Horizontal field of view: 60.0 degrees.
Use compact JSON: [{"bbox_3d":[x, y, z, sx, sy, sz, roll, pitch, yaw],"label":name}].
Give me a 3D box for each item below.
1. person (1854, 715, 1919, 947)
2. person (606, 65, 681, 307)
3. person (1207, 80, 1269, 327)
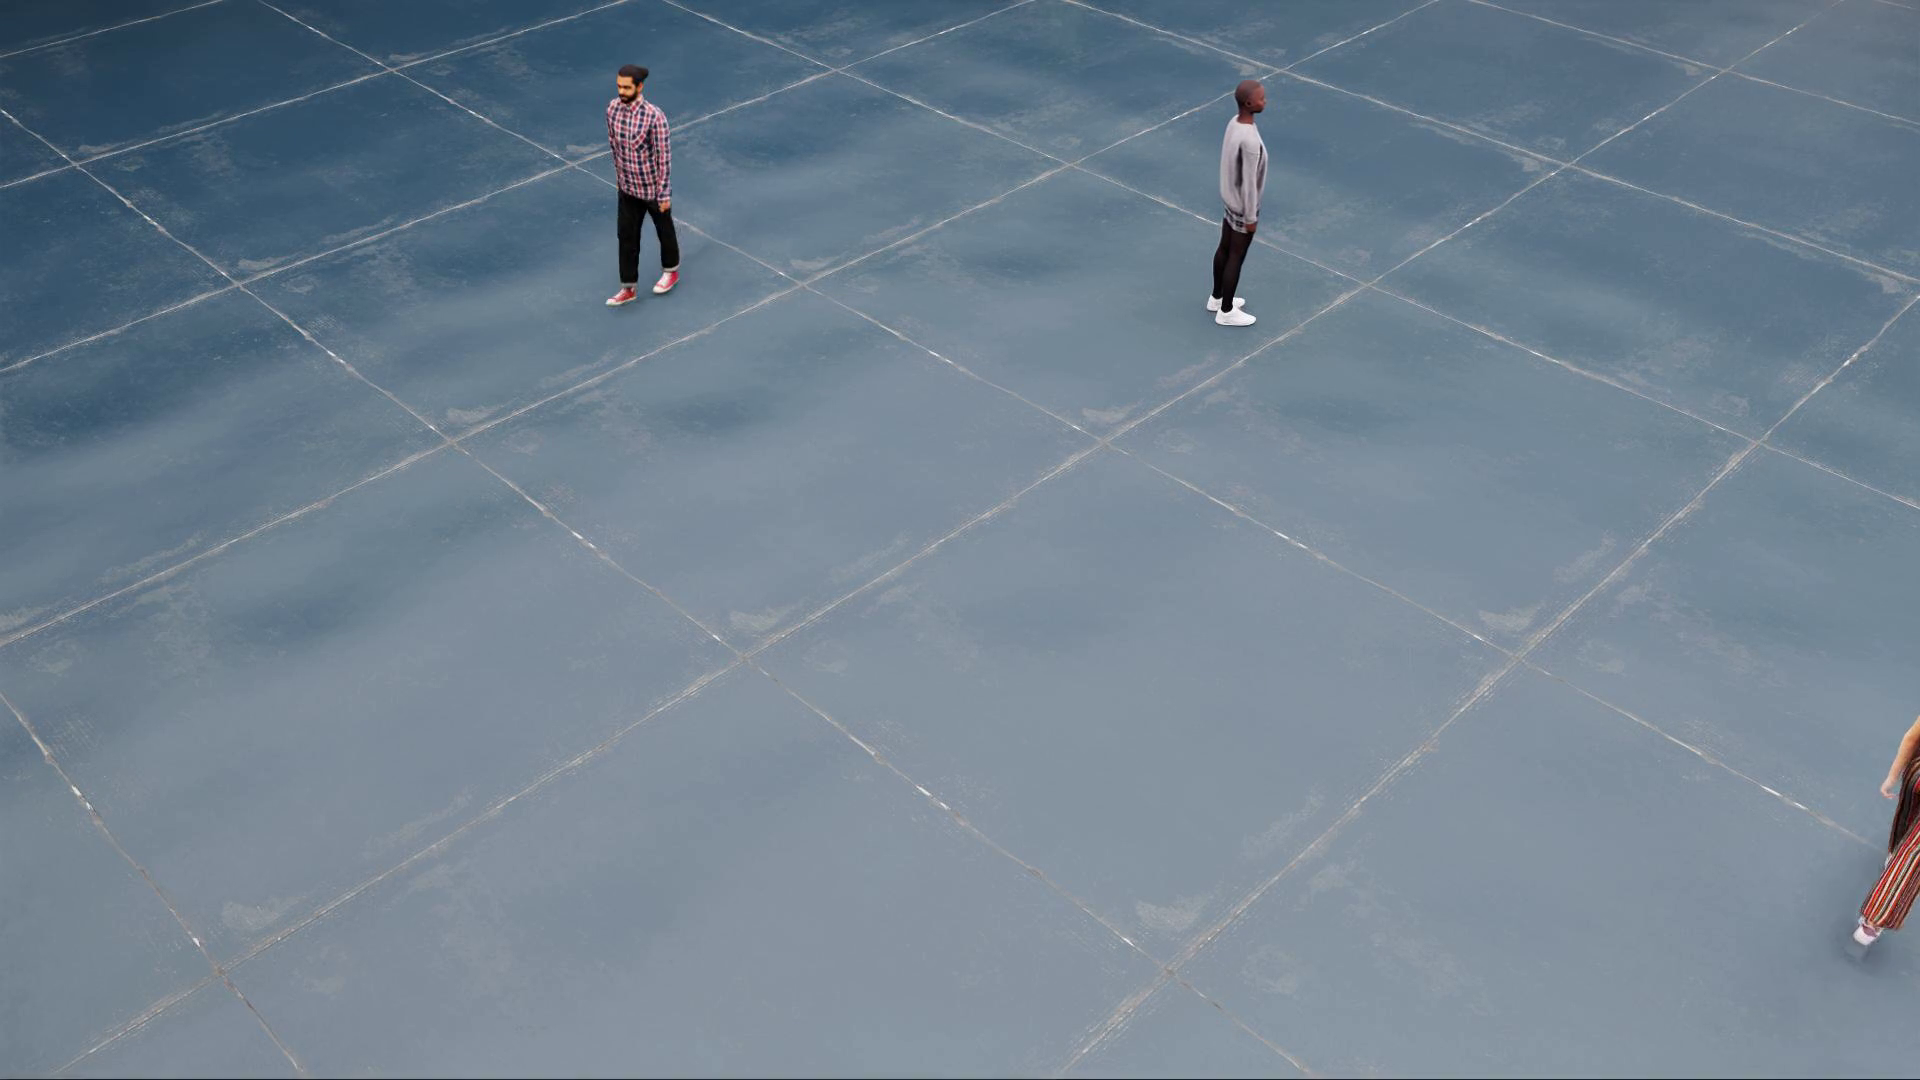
[{"bbox_3d":[4.244,1.121,7.232,0.607,1.524,1.115,27,45,30],"label":"person"},{"bbox_3d":[-2.219,-2.578,11.922,0.927,1.737,1.077,15,40,19],"label":"person"},{"bbox_3d":[1.939,-2.354,11.599,0.725,1.772,0.699,-5,38,-7],"label":"person"}]
